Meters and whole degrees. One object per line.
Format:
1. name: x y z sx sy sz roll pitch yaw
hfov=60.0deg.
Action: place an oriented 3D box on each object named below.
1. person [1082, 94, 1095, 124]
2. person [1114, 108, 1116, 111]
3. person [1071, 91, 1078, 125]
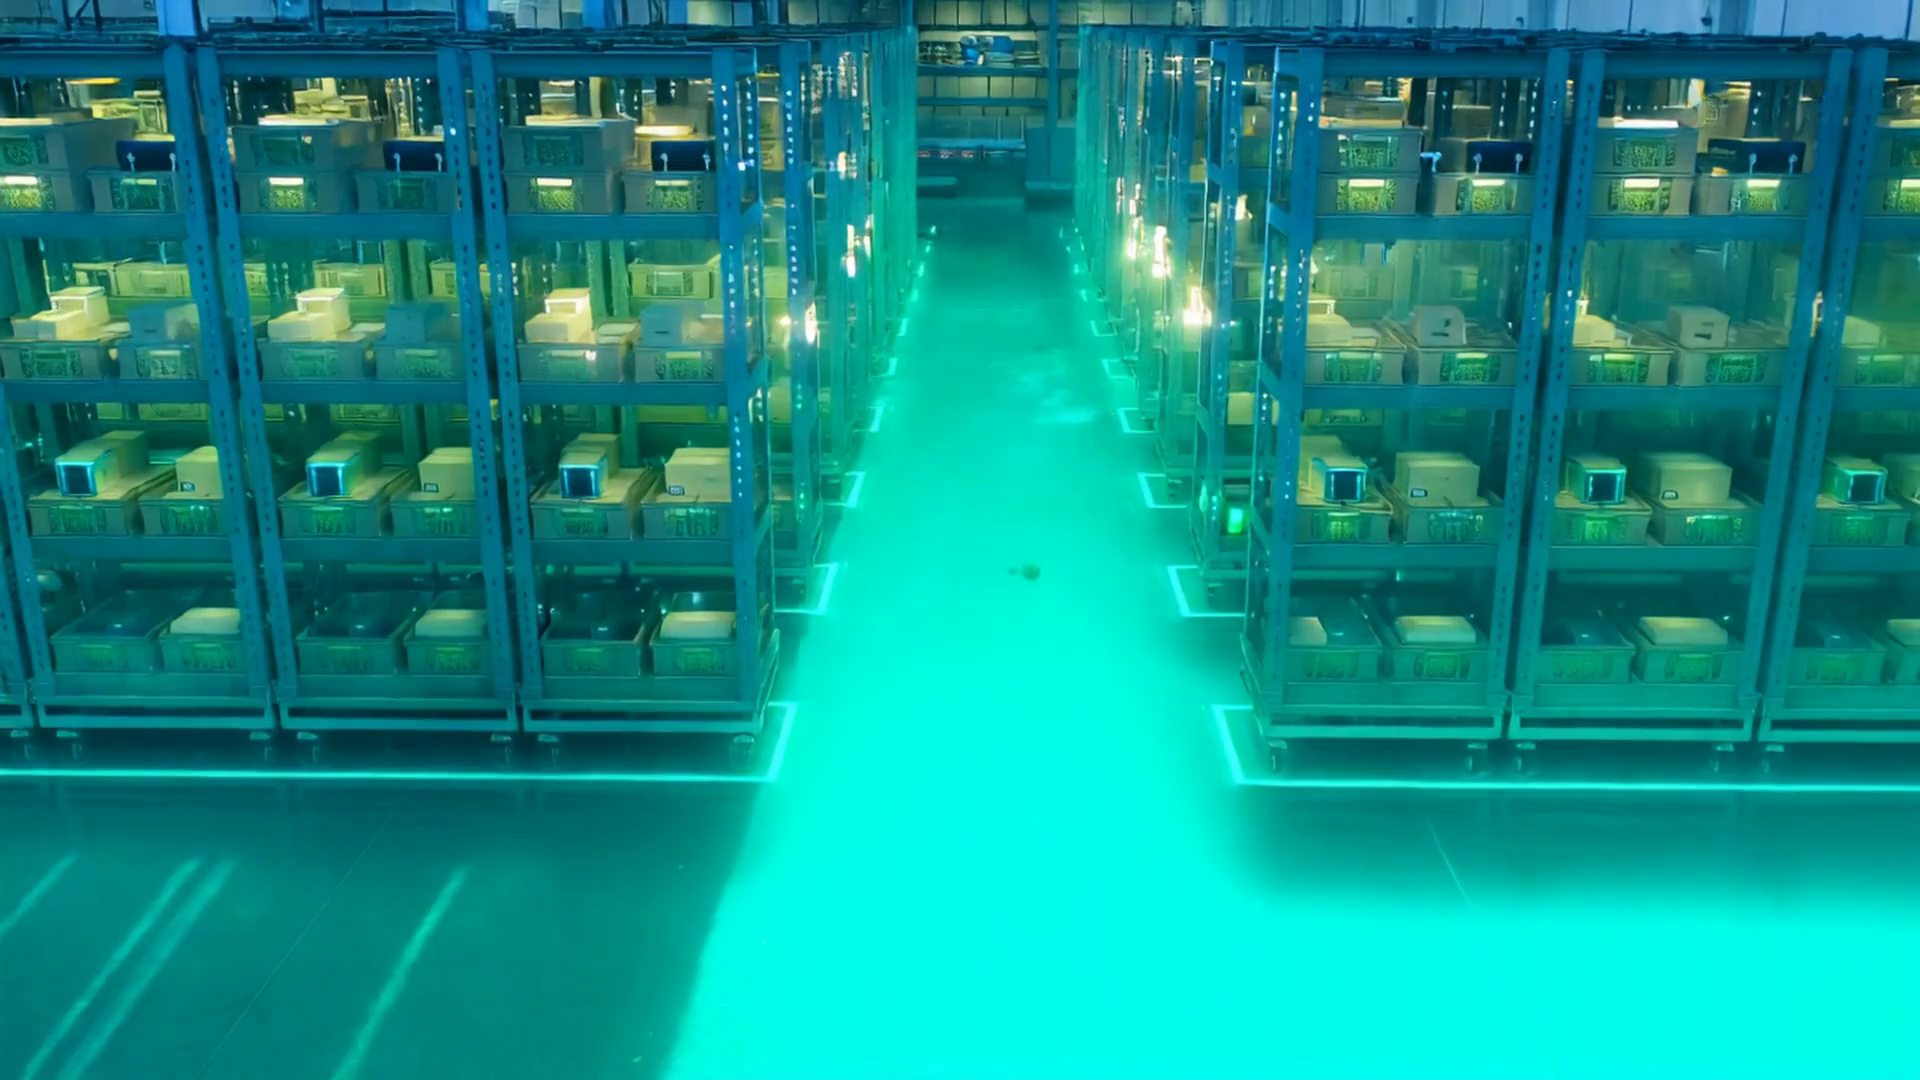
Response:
1. person: 3.332 -10.498 42.552 0.611 1.995 0.375 -2 18 -6
2. person: 4.166 -11.136 44.962 0.308 1.769 0.525 1 17 3
3. person: 3.233 -10.915 44.041 0.798 1.907 0.544 0 17 0
